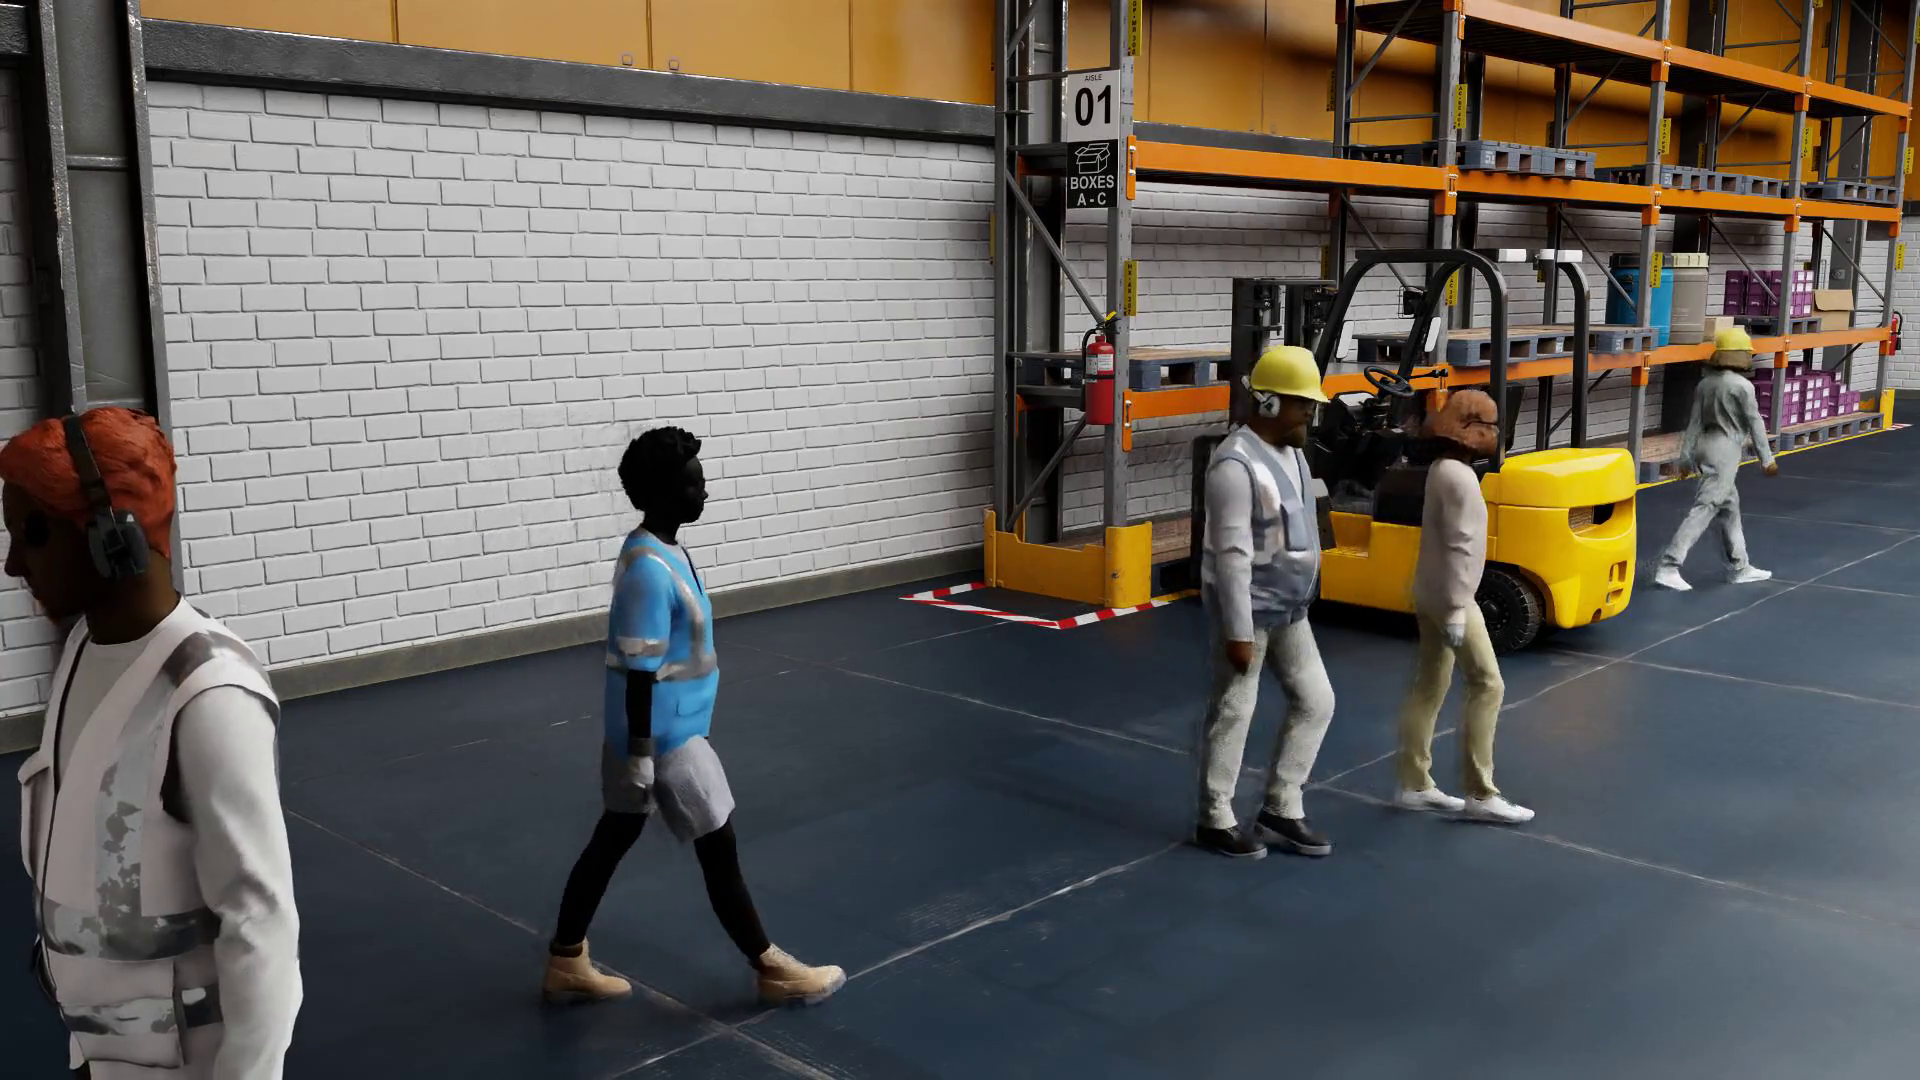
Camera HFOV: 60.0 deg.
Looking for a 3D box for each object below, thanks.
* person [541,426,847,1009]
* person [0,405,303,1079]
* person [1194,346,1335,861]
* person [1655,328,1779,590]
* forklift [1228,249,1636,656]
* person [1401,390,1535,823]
[{"bbox_3d":[-0.789,0.508,4.595,0.861,1.647,0.544,-1,9,-9],"label":"person"},{"bbox_3d":[-1.158,0.742,2.439,0.362,1.886,0.575,-9,13,-43],"label":"person"},{"bbox_3d":[1.096,0.241,5.753,0.615,1.802,0.630,6,11,35],"label":"person"},{"bbox_3d":[4.908,-0.520,10.777,0.926,1.693,0.487,-1,9,-8],"label":"person"},{"bbox_3d":[2.710,-0.584,9.626,2.313,2.155,1.214,9,13,43],"label":"forklift"},{"bbox_3d":[1.949,0.247,6.248,0.558,1.616,0.531,1,9,4],"label":"person"}]
